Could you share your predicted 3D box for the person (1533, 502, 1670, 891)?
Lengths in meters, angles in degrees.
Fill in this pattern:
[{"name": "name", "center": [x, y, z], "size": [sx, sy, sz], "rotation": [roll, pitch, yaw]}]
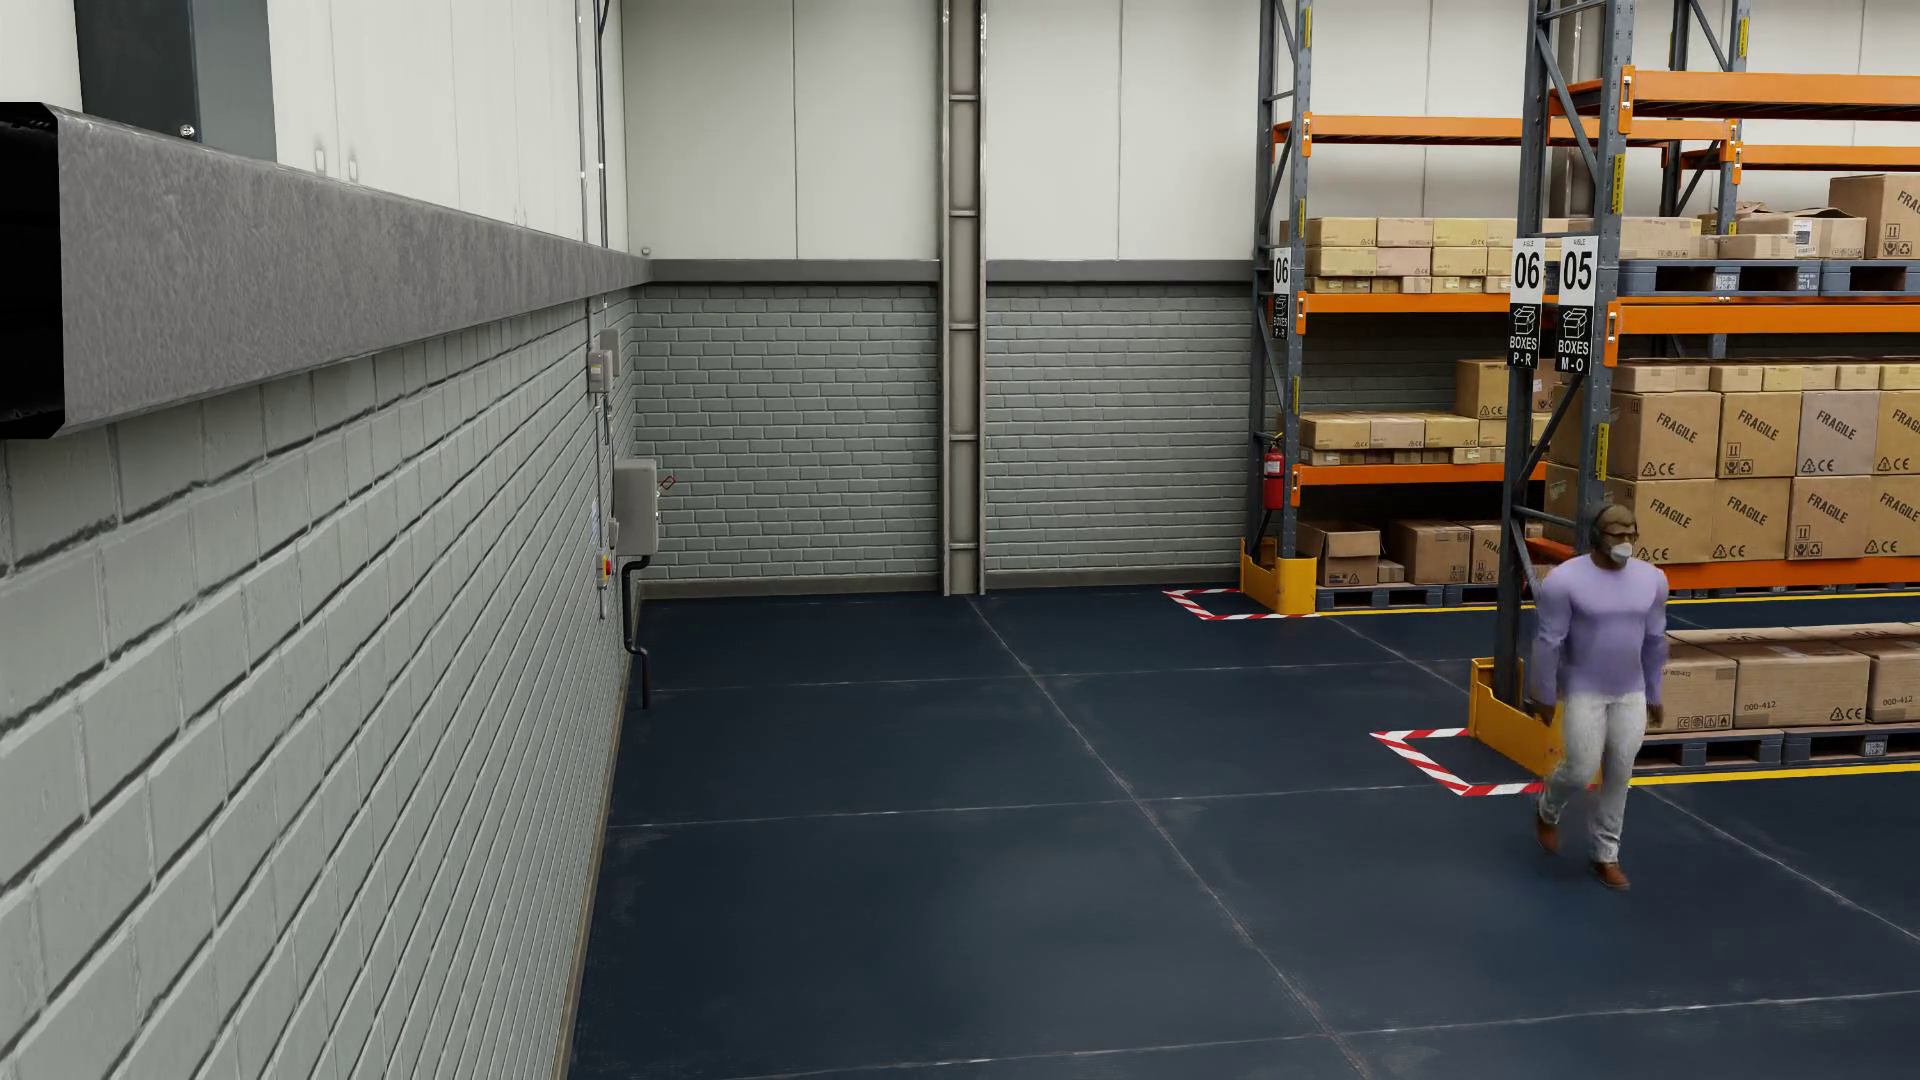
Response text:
[{"name": "person", "center": [3.155, 0.749, 8.260], "size": [0.634, 1.926, 0.524], "rotation": [-1, 9, -7]}]
